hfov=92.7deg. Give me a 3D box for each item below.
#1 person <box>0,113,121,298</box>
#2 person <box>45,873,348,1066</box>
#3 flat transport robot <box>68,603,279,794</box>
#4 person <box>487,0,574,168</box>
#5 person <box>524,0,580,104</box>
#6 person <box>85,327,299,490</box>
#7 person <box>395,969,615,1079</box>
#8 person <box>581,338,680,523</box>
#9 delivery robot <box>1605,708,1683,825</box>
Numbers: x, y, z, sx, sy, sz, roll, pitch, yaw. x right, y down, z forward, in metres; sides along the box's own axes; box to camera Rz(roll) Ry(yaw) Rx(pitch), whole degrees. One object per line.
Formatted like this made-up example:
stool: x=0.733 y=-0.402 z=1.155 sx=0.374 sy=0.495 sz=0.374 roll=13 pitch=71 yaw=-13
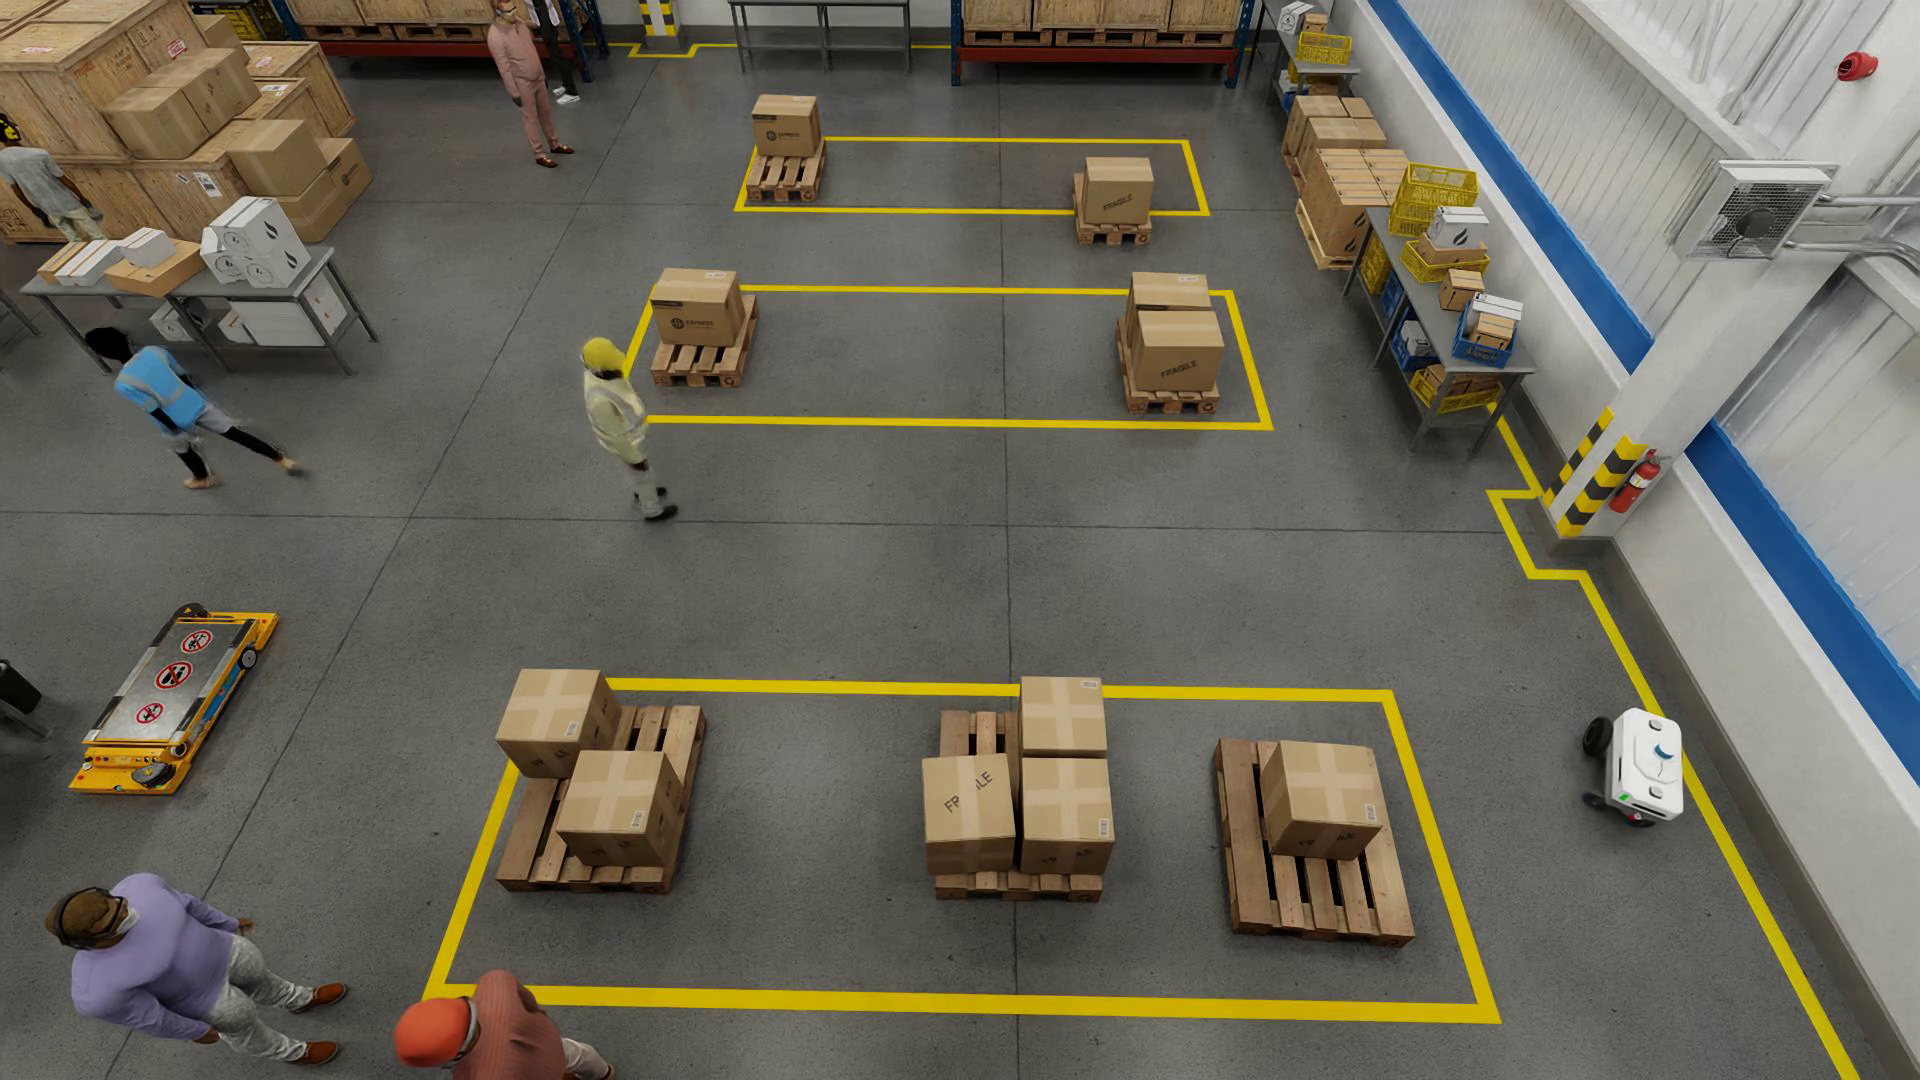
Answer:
person: x=-8.883 y=-3.275 z=9.086 sx=0.521 sy=1.862 sz=0.334 roll=-14 pitch=51 yaw=-12
person: x=-3.668 y=2.121 z=4.470 sx=0.372 sy=1.940 sz=0.627 roll=-11 pitch=51 yaw=-9
flat transport robot: x=-5.504 y=1.072 z=6.442 sx=0.652 sy=0.197 sz=1.431 roll=1 pitch=50 yaw=1
person: x=-5.131 y=-5.439 z=10.894 sx=0.401 sy=1.899 sz=0.645 roll=12 pitch=51 yaw=10
person: x=-5.429 y=-6.758 z=11.997 sx=0.361 sy=1.915 sz=0.597 roll=-18 pitch=52 yaw=-15
person: x=-6.164 y=-1.025 z=7.322 sx=0.944 sy=1.647 sz=0.530 roll=4 pitch=50 yaw=4
person: x=-1.992 y=2.422 z=4.182 sx=0.384 sy=1.991 sz=0.609 roll=-10 pitch=50 yaw=-8
person: x=-2.562 y=-0.821 z=7.053 sx=0.417 sy=1.805 sz=0.605 roll=-11 pitch=51 yaw=-9
delivery robot: x=4.403 y=1.449 z=5.879 sx=0.477 sy=0.478 sz=0.707 roll=20 pitch=53 yaw=16
